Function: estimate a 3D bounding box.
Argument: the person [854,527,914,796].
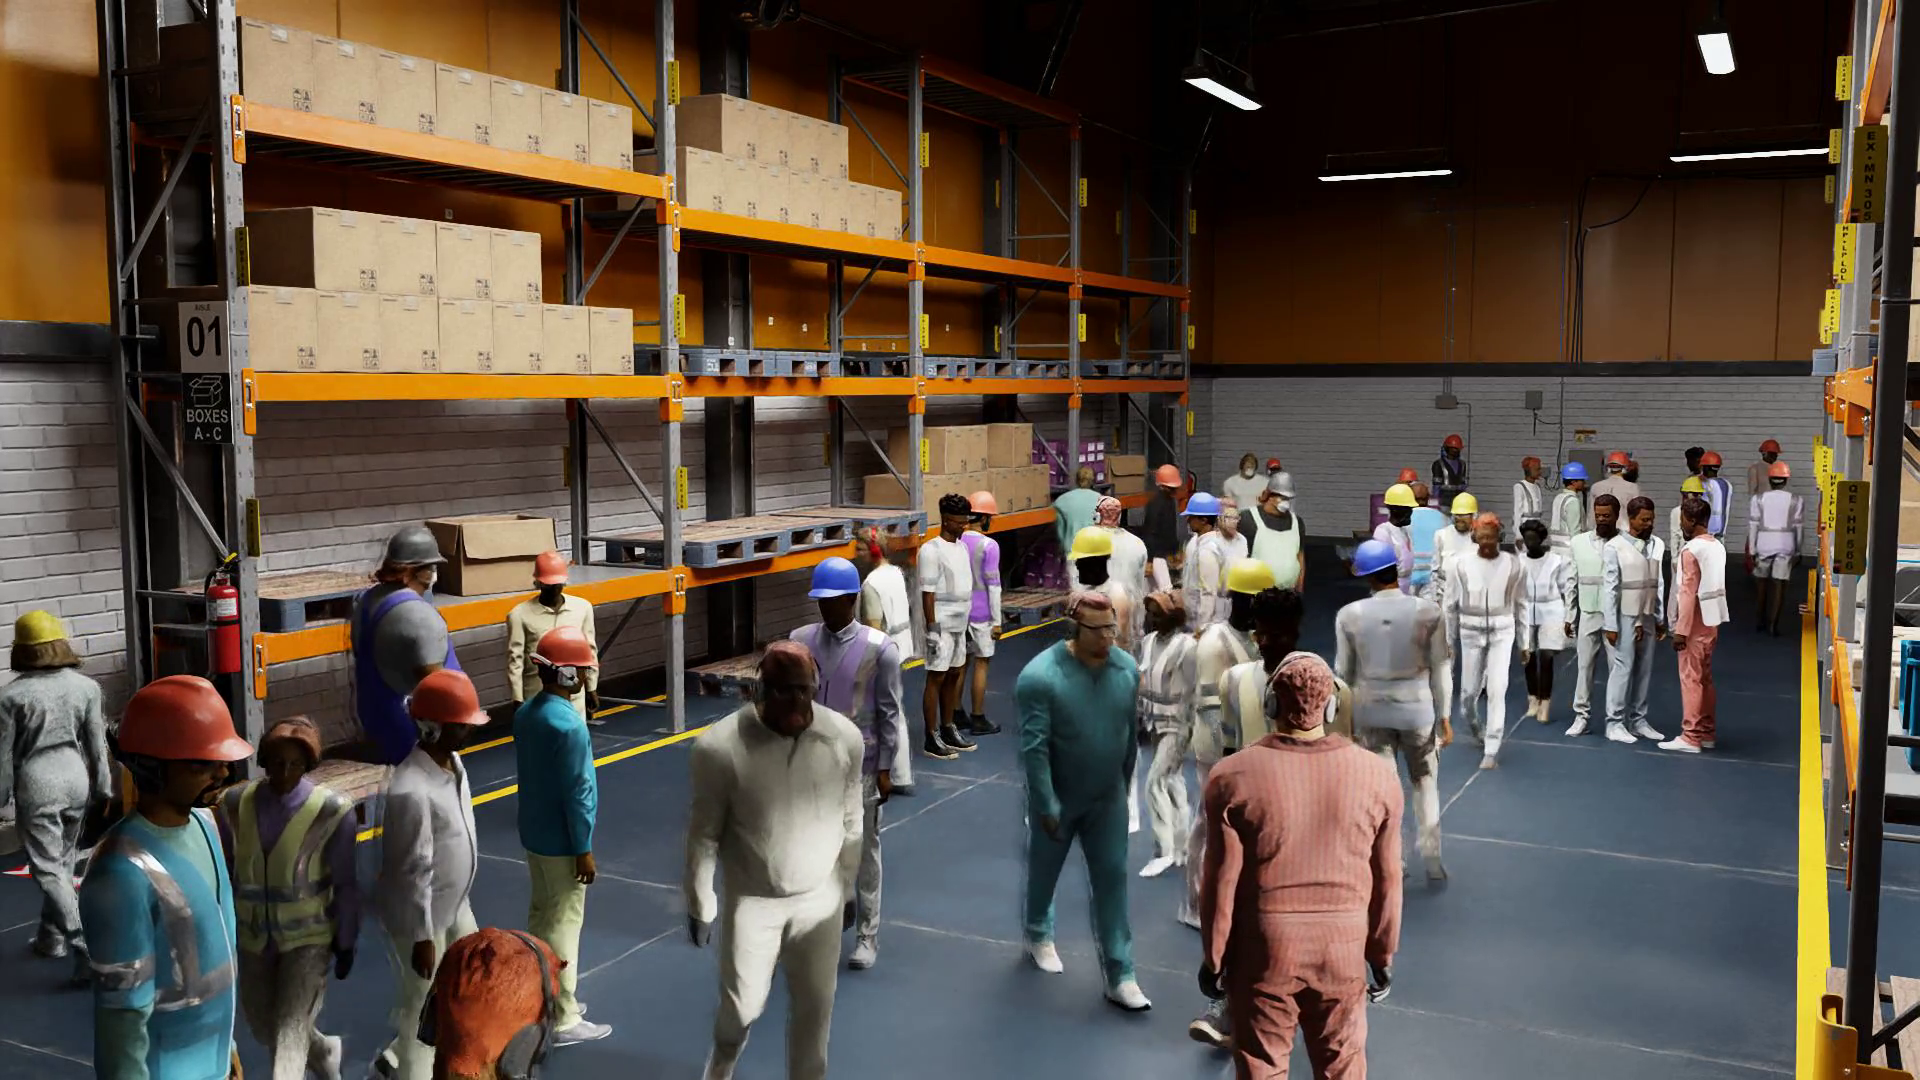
[{"bbox_3d":[-0.571,0.811,11.129,0.587,1.816,0.647,2,6,20],"label":"person"}]

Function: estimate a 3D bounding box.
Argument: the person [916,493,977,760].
[{"bbox_3d":[-0.084,0.628,12.348,0.375,1.959,0.603,3,6,28],"label":"person"}]

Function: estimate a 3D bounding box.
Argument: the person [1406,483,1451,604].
[{"bbox_3d":[4.325,0.379,15.763,0.649,1.835,0.429,0,5,-4],"label":"person"}]

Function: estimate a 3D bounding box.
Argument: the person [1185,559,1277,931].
[{"bbox_3d":[1.427,1.048,8.195,0.751,1.894,0.618,5,7,41],"label":"person"}]

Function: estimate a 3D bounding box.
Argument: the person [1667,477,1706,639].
[{"bbox_3d":[7.893,0.199,17.998,0.522,1.768,0.312,-3,6,-28],"label":"person"}]

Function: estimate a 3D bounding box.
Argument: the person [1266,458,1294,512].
[{"bbox_3d":[4.367,-0.271,23.124,0.559,1.751,0.326,0,5,-4],"label":"person"}]

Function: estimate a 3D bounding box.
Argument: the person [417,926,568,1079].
[{"bbox_3d":[-0.834,1.575,2.760,0.620,1.859,0.551,-1,5,-12],"label":"person"}]

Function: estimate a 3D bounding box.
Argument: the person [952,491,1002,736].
[{"bbox_3d":[0.132,0.575,13.119,0.391,1.926,0.546,-5,7,-44],"label":"person"}]

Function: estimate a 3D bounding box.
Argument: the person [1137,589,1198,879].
[{"bbox_3d":[1.112,1.077,9.298,0.578,1.614,0.548,-2,6,-25],"label":"person"}]

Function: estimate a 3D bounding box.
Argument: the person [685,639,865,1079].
[{"bbox_3d":[-0.693,1.257,6.093,0.659,1.876,0.680,-2,6,-22],"label":"person"}]

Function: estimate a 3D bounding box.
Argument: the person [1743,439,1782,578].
[{"bbox_3d":[11.534,-0.448,23.814,0.617,1.984,0.410,-3,6,-26],"label":"person"}]

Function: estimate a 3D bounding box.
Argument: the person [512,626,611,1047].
[{"bbox_3d":[-1.671,1.231,7.018,0.350,1.743,0.563,-4,7,-35],"label":"person"}]

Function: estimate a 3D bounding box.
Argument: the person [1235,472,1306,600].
[{"bbox_3d":[2.699,0.394,14.433,0.708,2.000,0.542,-1,6,-15],"label":"person"}]

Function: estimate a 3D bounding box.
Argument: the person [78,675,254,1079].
[{"bbox_3d":[-1.996,1.349,4.264,0.420,2.031,0.605,-1,5,-7],"label":"person"}]

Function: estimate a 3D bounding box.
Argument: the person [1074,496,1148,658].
[{"bbox_3d":[1.117,0.617,12.753,0.641,1.908,0.407,-3,6,-32],"label":"person"}]

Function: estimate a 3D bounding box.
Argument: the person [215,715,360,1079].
[{"bbox_3d":[-2.359,1.396,5.910,0.531,1.607,0.676,1,5,6],"label":"person"}]

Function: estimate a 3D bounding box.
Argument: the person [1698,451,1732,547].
[{"bbox_3d":[9.289,-0.132,20.641,0.552,1.936,0.360,-3,6,-26],"label":"person"}]

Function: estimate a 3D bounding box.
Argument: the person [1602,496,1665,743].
[{"bbox_3d":[5.194,0.608,12.861,0.599,1.908,0.396,-3,6,-28],"label":"person"}]

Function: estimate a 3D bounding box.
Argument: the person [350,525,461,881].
[{"bbox_3d":[-2.880,0.919,8.784,0.709,2.000,0.537,5,7,44],"label":"person"}]

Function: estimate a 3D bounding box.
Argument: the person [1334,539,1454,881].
[{"bbox_3d":[2.386,0.951,9.158,0.649,1.908,0.426,2,6,17],"label":"person"}]

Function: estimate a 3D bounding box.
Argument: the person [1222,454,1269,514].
[{"bbox_3d":[3.631,-0.135,20.976,0.631,1.876,0.975,0,5,4],"label":"person"}]

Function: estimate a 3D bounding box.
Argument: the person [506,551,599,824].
[{"bbox_3d":[-2.517,0.927,10.327,0.573,1.737,0.354,-3,6,-32],"label":"person"}]

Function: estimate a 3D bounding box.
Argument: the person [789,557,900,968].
[{"bbox_3d":[-0.580,1.046,7.914,0.602,1.948,0.385,2,6,18],"label":"person"}]

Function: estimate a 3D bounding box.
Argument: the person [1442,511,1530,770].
[{"bbox_3d":[3.835,0.699,12.149,0.630,1.859,0.699,2,6,17],"label":"person"}]

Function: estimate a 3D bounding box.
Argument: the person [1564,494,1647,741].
[{"bbox_3d":[5.014,0.595,12.931,0.595,1.917,0.373,3,6,32],"label":"person"}]

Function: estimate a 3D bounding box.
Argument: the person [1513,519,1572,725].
[{"bbox_3d":[4.674,0.660,13.536,0.544,1.658,0.706,3,6,30],"label":"person"}]

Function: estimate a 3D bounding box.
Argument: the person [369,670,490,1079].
[{"bbox_3d":[-1.901,1.325,6.024,0.441,1.735,0.586,0,5,3],"label":"person"}]

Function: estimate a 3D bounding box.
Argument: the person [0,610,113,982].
[{"bbox_3d":[-4.219,1.179,7.781,0.822,1.705,0.485,3,6,32],"label":"person"}]

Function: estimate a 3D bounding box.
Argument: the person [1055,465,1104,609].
[{"bbox_3d":[1.313,0.164,17.603,0.622,1.913,0.535,1,6,15],"label":"person"}]

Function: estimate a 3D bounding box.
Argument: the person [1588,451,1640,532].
[{"bbox_3d":[7.687,-0.049,19.518,0.408,1.985,0.620,-5,7,-44],"label":"person"}]

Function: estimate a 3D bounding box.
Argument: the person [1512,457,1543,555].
[{"bbox_3d":[6.958,-0.082,20.395,0.339,1.882,0.582,5,7,43],"label":"person"}]

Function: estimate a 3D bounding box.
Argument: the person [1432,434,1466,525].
[{"bbox_3d":[7.281,-0.551,24.681,0.604,2.034,0.418,-3,6,-28],"label":"person"}]

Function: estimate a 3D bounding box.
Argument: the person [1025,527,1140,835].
[{"bbox_3d":[0.749,0.872,10.040,0.808,1.898,0.596,-2,6,-19],"label":"person"}]

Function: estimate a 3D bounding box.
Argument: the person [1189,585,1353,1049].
[{"bbox_3d":[1.303,1.152,6.925,0.631,1.910,1.012,3,6,33],"label":"person"}]

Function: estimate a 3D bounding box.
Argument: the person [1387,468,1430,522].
[{"bbox_3d":[5.443,-0.007,20.310,0.345,1.747,0.582,-5,7,-41],"label":"person"}]

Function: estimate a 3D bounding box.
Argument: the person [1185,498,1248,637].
[{"bbox_3d":[2.060,0.561,13.673,0.638,1.863,0.962,-3,6,-29],"label":"person"}]

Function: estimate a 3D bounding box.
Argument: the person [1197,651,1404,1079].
[{"bbox_3d":[1.079,1.306,5.340,0.655,1.906,0.407,0,5,-3],"label":"person"}]

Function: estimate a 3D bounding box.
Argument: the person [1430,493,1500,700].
[{"bbox_3d":[4.414,0.492,14.589,0.593,1.824,0.414,4,7,37],"label":"person"}]

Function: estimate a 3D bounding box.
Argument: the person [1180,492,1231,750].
[{"bbox_3d":[1.852,0.611,12.594,0.385,1.948,0.602,1,5,9],"label":"person"}]

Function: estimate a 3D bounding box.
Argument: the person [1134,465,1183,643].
[{"bbox_3d":[2.098,0.177,17.377,0.799,1.942,0.656,2,6,17],"label":"person"}]

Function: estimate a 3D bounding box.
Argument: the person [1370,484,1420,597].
[{"bbox_3d":[3.667,0.488,14.028,0.388,1.926,0.590,4,6,34],"label":"person"}]

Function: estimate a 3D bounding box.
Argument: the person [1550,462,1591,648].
[{"bbox_3d":[6.416,0.153,17.519,0.388,1.949,0.602,0,5,1],"label":"person"}]

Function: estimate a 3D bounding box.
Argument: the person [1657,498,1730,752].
[{"bbox_3d":[5.559,0.640,12.525,0.408,1.907,0.598,5,7,42],"label":"person"}]

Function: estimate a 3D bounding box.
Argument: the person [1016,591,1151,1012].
[{"bbox_3d":[0.542,1.133,7.533,0.640,1.850,0.981,-2,6,-20],"label":"person"}]

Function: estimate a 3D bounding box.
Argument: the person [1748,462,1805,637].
[{"bbox_3d":[9.019,0.095,18.379,0.548,1.895,0.911,3,6,30],"label":"person"}]
